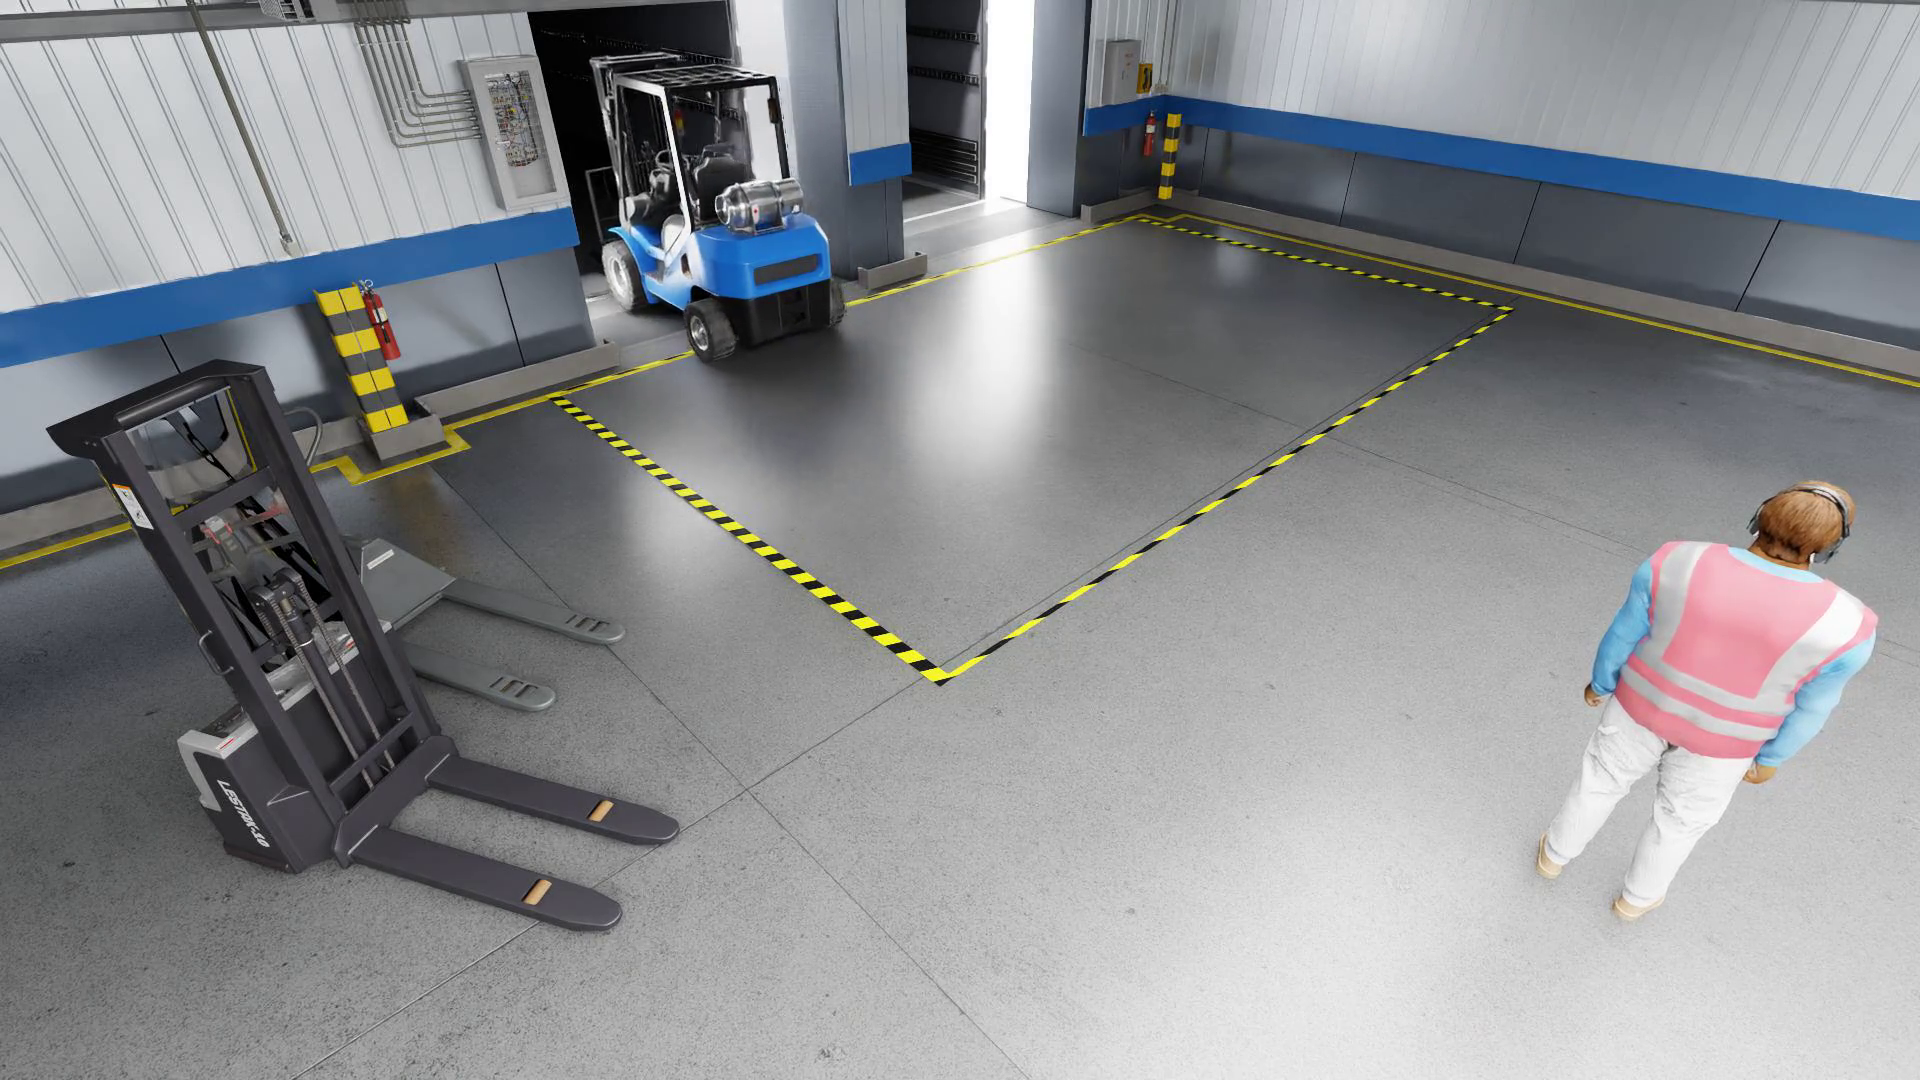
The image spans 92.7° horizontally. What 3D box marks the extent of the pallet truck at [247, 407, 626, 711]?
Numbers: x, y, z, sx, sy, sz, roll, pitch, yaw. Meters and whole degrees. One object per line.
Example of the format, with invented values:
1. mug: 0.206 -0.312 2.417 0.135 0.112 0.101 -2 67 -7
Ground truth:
1. pallet truck: -2.628 0.038 4.590 1.601 1.201 0.680 12 36 18

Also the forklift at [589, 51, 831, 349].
1. forklift: -2.295 -3.123 8.232 1.157 2.036 2.680 -26 42 -33

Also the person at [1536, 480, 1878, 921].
1. person: 2.546 0.609 3.216 0.431 1.844 0.623 -27 42 -34

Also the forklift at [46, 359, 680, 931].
1. forklift: -2.135 0.422 3.354 1.885 1.965 0.823 10 35 14
